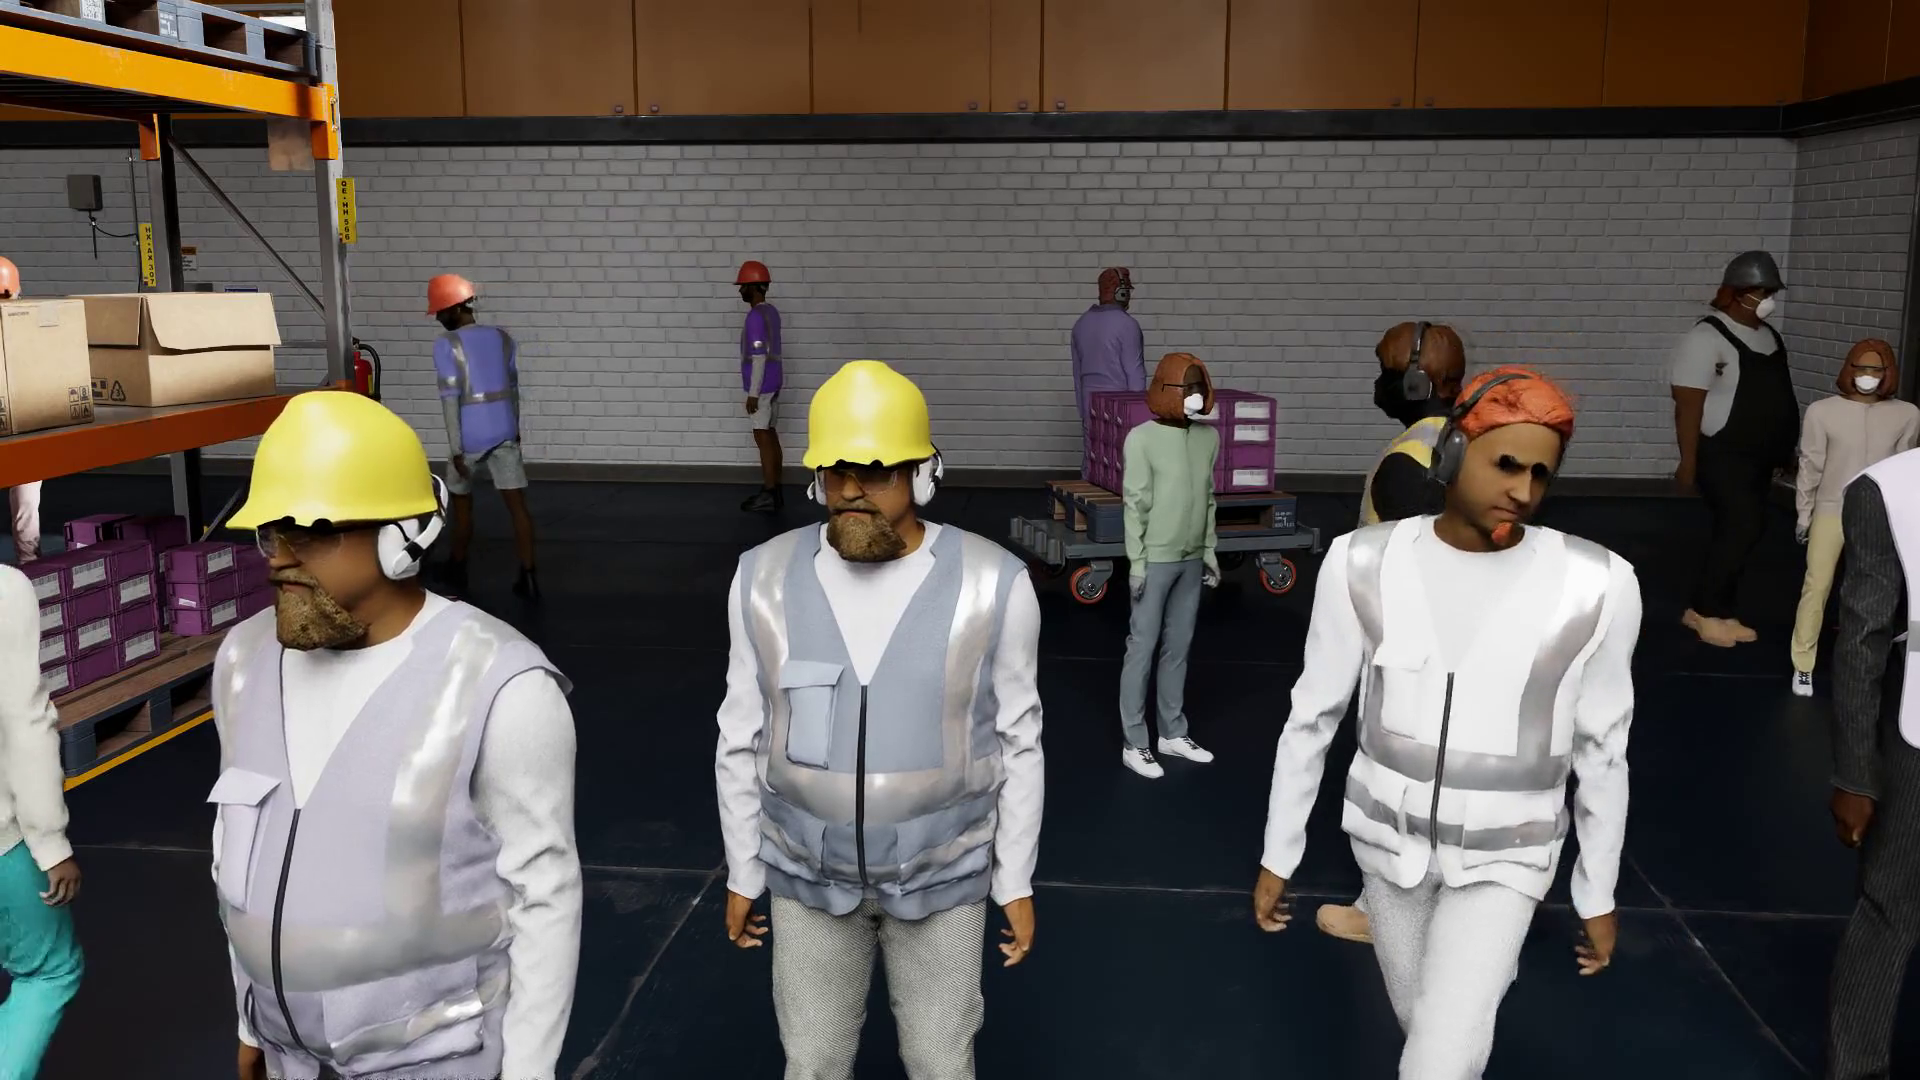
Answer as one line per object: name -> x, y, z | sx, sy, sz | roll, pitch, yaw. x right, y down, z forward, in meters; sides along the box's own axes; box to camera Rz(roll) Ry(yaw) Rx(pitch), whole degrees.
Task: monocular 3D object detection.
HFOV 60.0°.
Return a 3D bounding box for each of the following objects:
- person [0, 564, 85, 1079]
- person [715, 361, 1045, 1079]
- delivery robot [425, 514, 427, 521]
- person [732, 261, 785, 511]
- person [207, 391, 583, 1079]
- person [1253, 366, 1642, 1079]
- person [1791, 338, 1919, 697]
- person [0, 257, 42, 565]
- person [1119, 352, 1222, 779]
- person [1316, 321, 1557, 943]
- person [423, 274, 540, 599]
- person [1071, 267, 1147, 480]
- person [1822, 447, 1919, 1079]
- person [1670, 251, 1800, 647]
person -> -2.010, 0.582, 3.283 | 0.551, 1.752, 0.372 | 0, 10, 0
person -> -0.151, 0.590, 3.026 | 0.603, 1.830, 0.404 | 1, 10, 6
delivery robot -> -3.735, -0.114, 10.447 | 0.707, 0.478, 0.477 | -1, 10, -6
person -> -1.575, -1.195, 12.949 | 0.374, 1.935, 0.552 | 1, 10, 7
person -> -0.831, 0.698, 2.408 | 0.591, 1.833, 0.404 | 4, 11, 20
person -> 0.917, 0.578, 3.139 | 0.629, 1.827, 1.019 | 6, 12, 31
person -> 4.029, -0.091, 7.496 | 0.504, 1.631, 0.280 | 1, 10, 8
person -> -5.389, -0.597, 9.390 | 0.392, 1.985, 0.610 | 5, 11, 28
person -> 0.826, 0.090, 6.461 | 0.499, 1.634, 0.285 | -8, 13, -38
person -> 1.352, 0.297, 4.718 | 0.554, 1.827, 0.649 | 7, 12, 35
person -> -2.817, -0.609, 9.770 | 0.920, 1.870, 0.676 | 9, 13, 42
person -> 1.026, -0.852, 11.077 | 0.408, 1.909, 0.642 | -7, 12, -36
person -> 2.117, 0.459, 3.532 | 0.596, 1.918, 0.382 | -2, 10, -9
person -> 3.995, -0.468, 8.493 | 0.692, 2.000, 0.551 | -7, 12, -36
